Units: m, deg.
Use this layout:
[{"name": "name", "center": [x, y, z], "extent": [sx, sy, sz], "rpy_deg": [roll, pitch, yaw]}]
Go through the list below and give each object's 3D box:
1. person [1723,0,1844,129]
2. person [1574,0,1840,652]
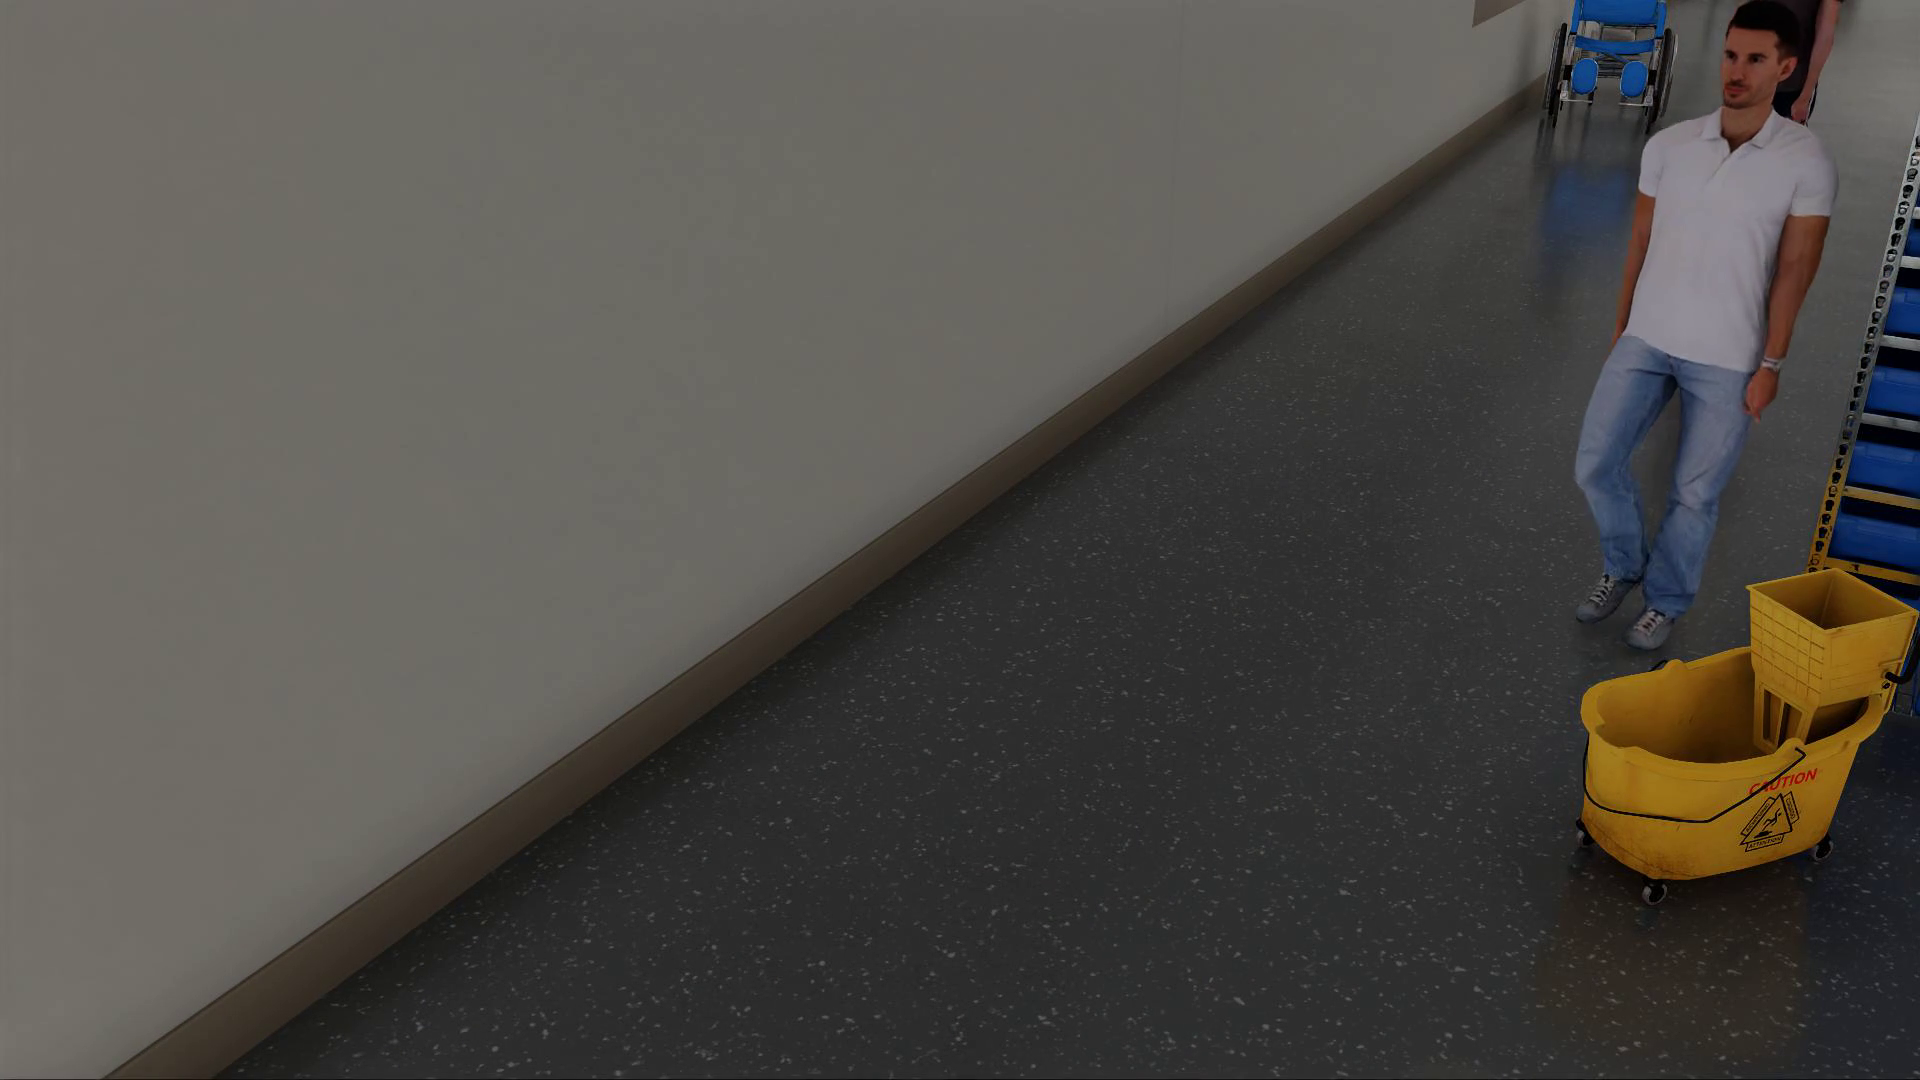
[{"name": "person", "center": [3.989, -2.190, 8.095], "extent": [0.780, 1.832, 0.760], "rpy_deg": [18, 31, 33]}, {"name": "person", "center": [2.113, -0.568, 4.710], "extent": [0.647, 1.849, 0.799], "rpy_deg": [23, 34, 39]}]
